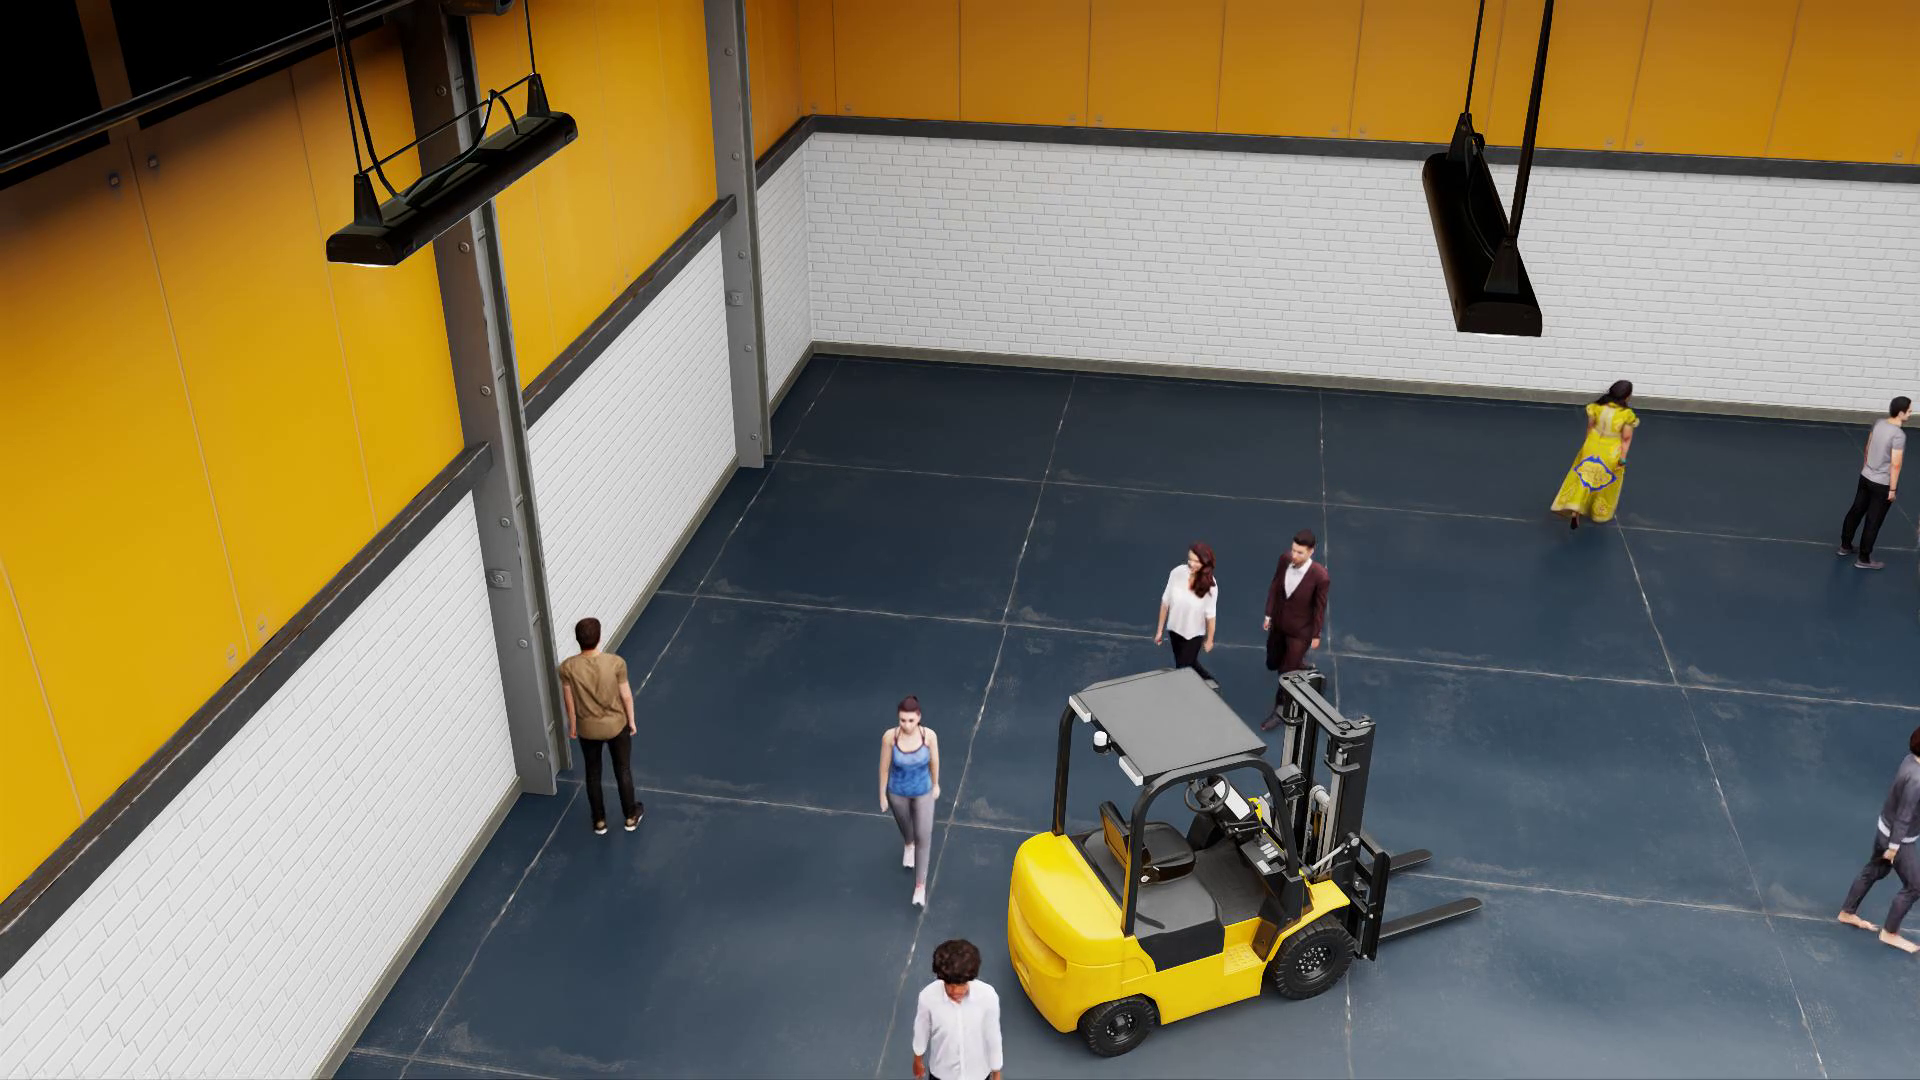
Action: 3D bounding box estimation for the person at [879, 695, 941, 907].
[{"bbox_3d":[-0.355,1.786,12.042,0.649,1.571,1.050,1,29,3],"label":"person"}]

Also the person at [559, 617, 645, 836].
[{"bbox_3d":[-2.691,1.390,12.475,0.721,1.851,0.666,-3,29,-5],"label":"person"}]

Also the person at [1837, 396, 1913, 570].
[{"bbox_3d":[8.942,-0.585,16.198,0.745,1.754,0.594,-4,29,-8],"label":"person"}]

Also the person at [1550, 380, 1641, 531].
[{"bbox_3d":[6.452,-0.822,16.760,1.096,1.631,1.328,18,33,30],"label":"person"}]

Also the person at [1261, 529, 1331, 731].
[{"bbox_3d":[2.800,0.685,13.773,1.119,1.845,1.026,-21,35,-33],"label":"person"}]

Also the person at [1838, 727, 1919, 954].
[{"bbox_3d":[6.381,1.993,11.470,0.754,1.755,0.729,11,30,19],"label":"person"}]

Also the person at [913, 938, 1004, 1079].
[{"bbox_3d":[0.001,2.955,9.665,0.726,1.794,0.690,-2,29,-3],"label":"person"}]

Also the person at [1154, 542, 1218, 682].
[{"bbox_3d":[1.923,0.760,13.730,0.981,1.755,1.207,23,36,36],"label":"person"}]
